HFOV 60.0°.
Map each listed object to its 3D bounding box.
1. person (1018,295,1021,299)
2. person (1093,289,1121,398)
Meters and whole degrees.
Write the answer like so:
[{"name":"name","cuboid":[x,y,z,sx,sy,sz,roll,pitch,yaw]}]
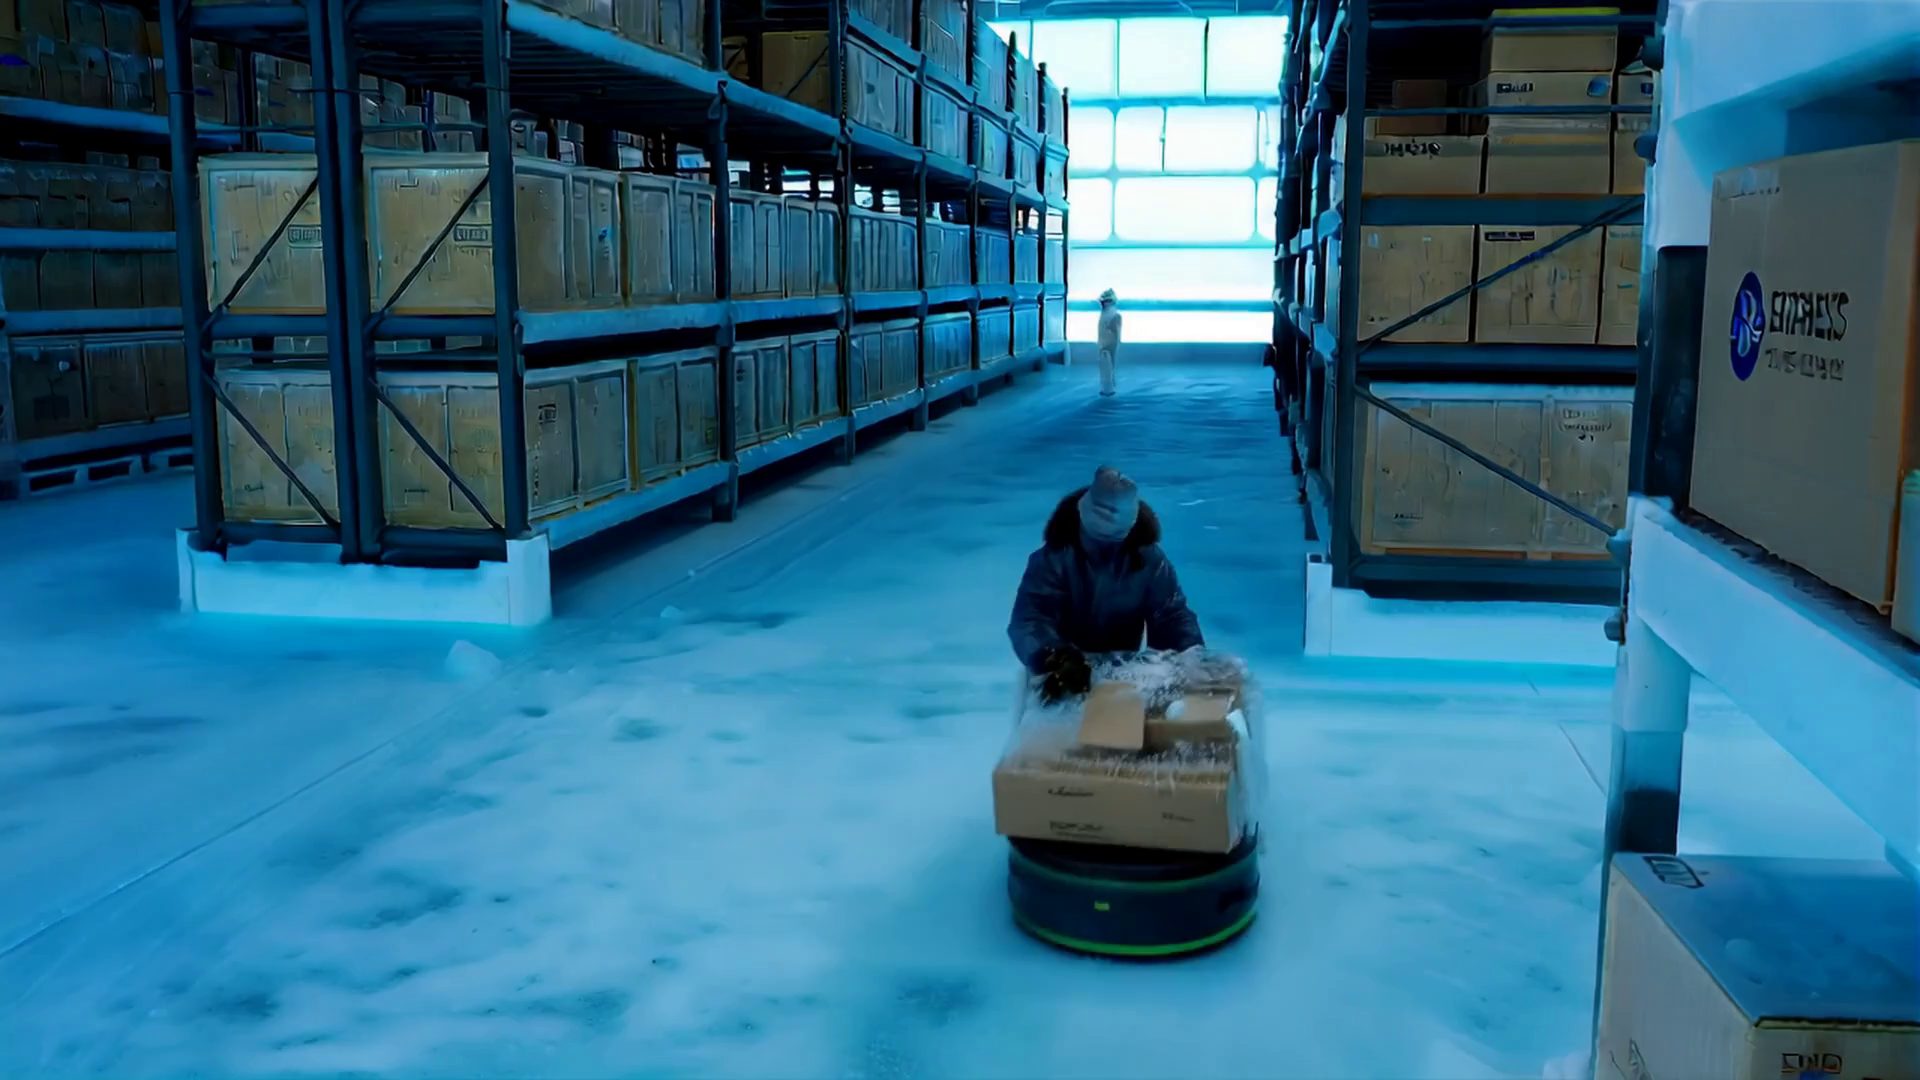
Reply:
[{"name":"person","cuboid":[1.318,-5.093,38.234,0.605,1.926,0.546,1,9,9]},{"name":"person","cuboid":[2.382,-3.157,26.796,0.297,1.744,0.487,-7,12,-38]}]
